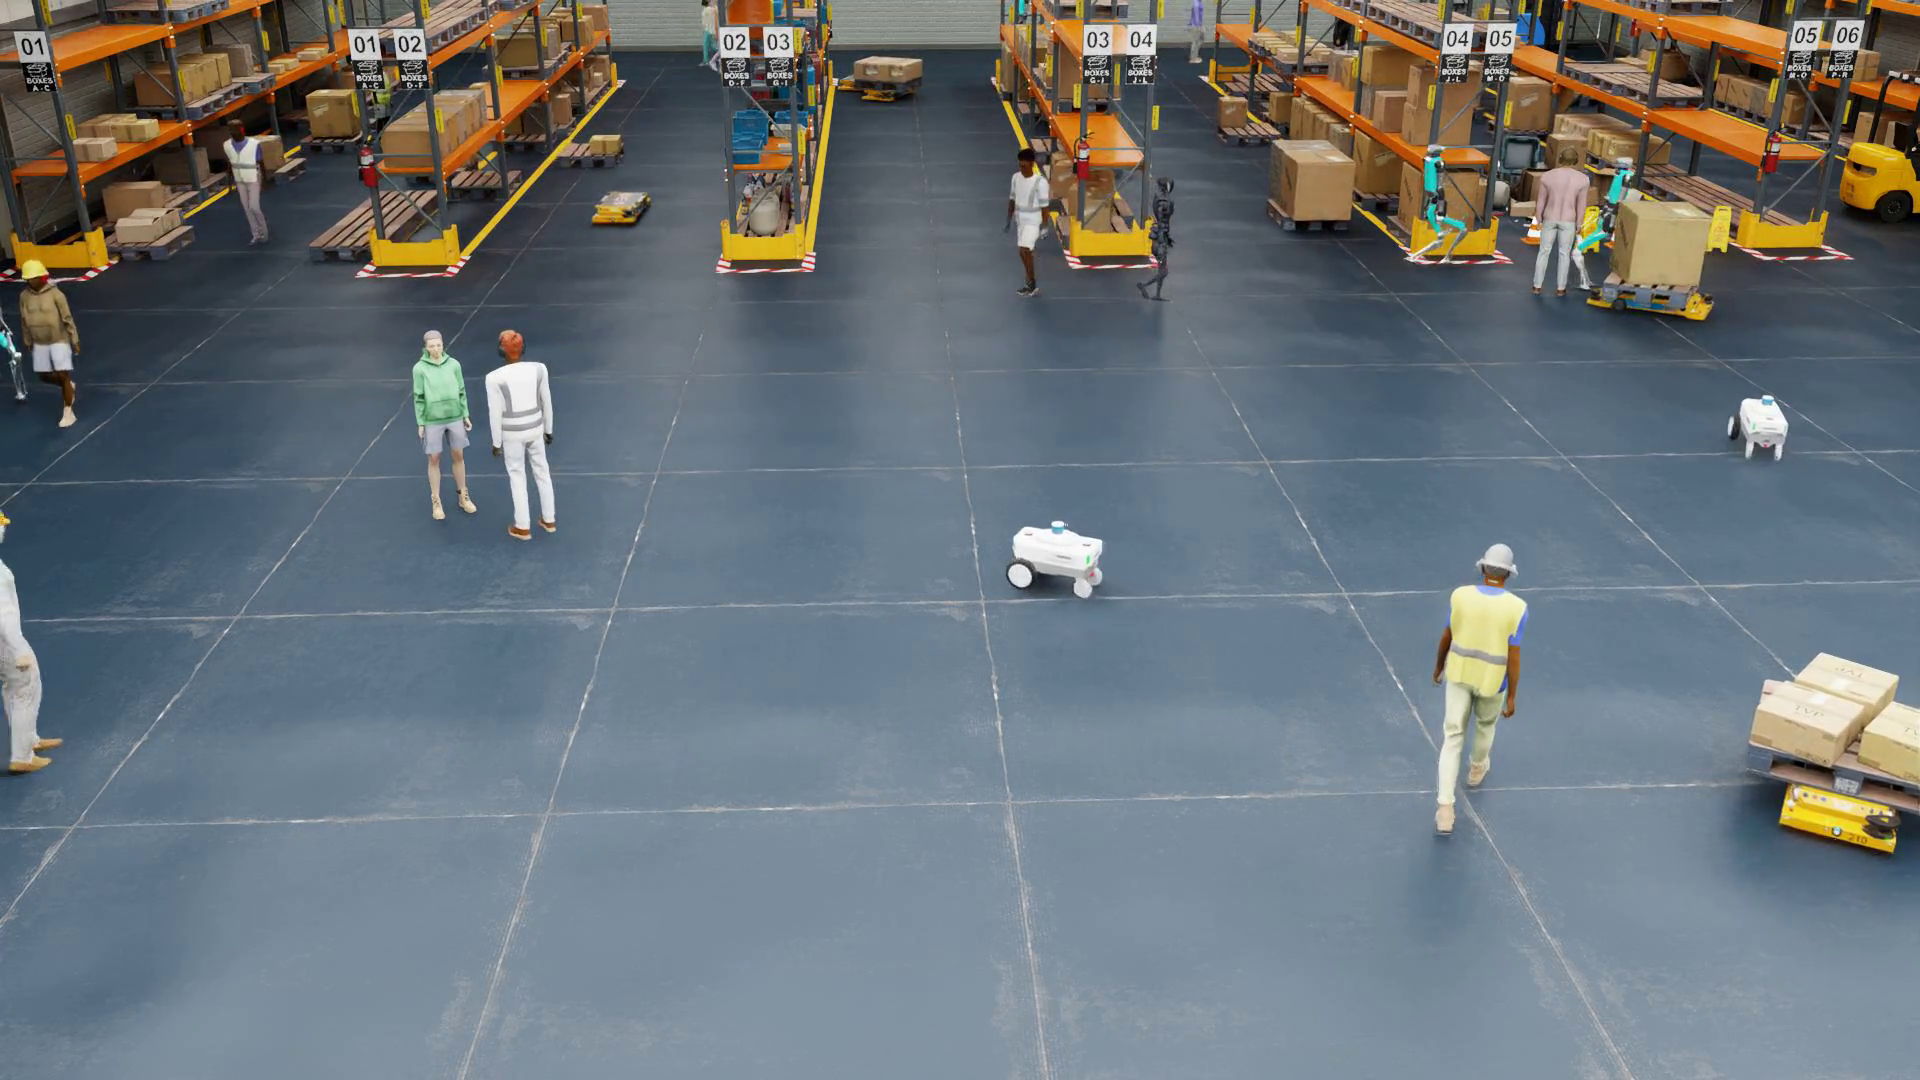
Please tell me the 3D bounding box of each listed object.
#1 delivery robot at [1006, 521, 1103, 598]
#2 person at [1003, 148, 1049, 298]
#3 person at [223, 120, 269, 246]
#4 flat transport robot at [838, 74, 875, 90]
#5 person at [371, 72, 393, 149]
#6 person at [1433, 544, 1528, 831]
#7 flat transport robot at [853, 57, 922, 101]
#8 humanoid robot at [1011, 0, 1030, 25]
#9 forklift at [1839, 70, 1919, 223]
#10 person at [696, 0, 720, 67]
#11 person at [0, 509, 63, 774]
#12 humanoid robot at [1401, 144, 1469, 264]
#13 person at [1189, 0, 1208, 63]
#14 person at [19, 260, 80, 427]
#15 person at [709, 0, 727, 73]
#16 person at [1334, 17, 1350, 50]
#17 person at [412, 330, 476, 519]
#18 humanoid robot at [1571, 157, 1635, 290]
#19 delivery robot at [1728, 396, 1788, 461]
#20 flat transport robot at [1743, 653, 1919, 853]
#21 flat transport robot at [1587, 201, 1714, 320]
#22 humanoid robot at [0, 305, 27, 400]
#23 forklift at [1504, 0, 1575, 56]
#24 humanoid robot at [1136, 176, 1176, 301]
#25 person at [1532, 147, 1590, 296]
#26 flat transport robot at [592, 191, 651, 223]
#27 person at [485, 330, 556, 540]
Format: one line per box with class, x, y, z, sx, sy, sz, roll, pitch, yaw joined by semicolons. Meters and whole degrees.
delivery robot;0.804;0.126;13.808;0.747;0.570;0.499;10;26;22
person;0.843;-4.133;21.704;0.561;1.948;0.627;-17;29;-33
person;-10.383;-5.198;24.223;0.599;1.830;0.472;3;24;7
flat transport robot;-2.255;-10.444;37.940;0.659;0.231;1.431;6;25;13
person;-10.789;-8.172;31.078;0.318;1.696;0.534;6;25;12
person;3.270;0.887;10.570;0.546;1.829;1.056;11;26;24
flat transport robot;-1.562;-9.866;36.640;0.659;0.231;1.431;10;26;21
humanoid robot;1.372;-12.778;41.373;0.920;1.754;0.545;-10;26;-22
forklift;15.132;-6.143;25.915;2.313;2.155;1.214;-1;24;-2
person;-6.125;-12.501;40.740;0.737;1.742;0.536;-6;25;-14
person;-6.337;0.653;11.059;0.606;1.882;0.418;21;31;38
humanoid robot;6.662;-4.584;22.956;0.977;1.738;0.551;-4;24;-8
person;5.910;-12.748;41.252;0.484;1.783;0.629;6;25;13
person;-9.457;-2.082;17.336;0.548;1.748;0.585;-2;24;-4
person;-5.701;-12.083;39.685;0.501;1.839;0.555;7;25;16
person;9.057;-11.816;39.135;0.581;1.796;0.877;-9;25;-19
person;-4.674;-1.057;15.034;0.471;1.743;0.336;-14;27;-28
humanoid robot;8.452;-4.207;22.096;0.773;1.741;0.601;3;24;6
delivery robot;8.061;-1.161;16.707;0.499;0.576;0.757;6;25;14
flat transport robot;5.866;1.557;10.974;0.659;0.231;1.431;13;27;27
flat transport robot;8.892;-3.092;21.420;1.431;0.231;0.659;14;27;28
humanoid robot;-10.360;-2.253;17.783;1.026;1.721;0.567;16;29;32
forklift;14.700;-13.805;42.301;1.873;2.768;1.129;-1;24;-2
humanoid robot;2.550;-3.893;21.490;0.454;1.647;0.584;6;25;13
person;7.859;-4.174;21.818;0.622;1.931;0.374;11;26;23
flat transport robot;-5.349;-5.269;26.311;0.659;0.231;1.431;0;24;1
person;-3.829;-0.923;14.559;0.582;1.883;0.339;-18;30;-35
